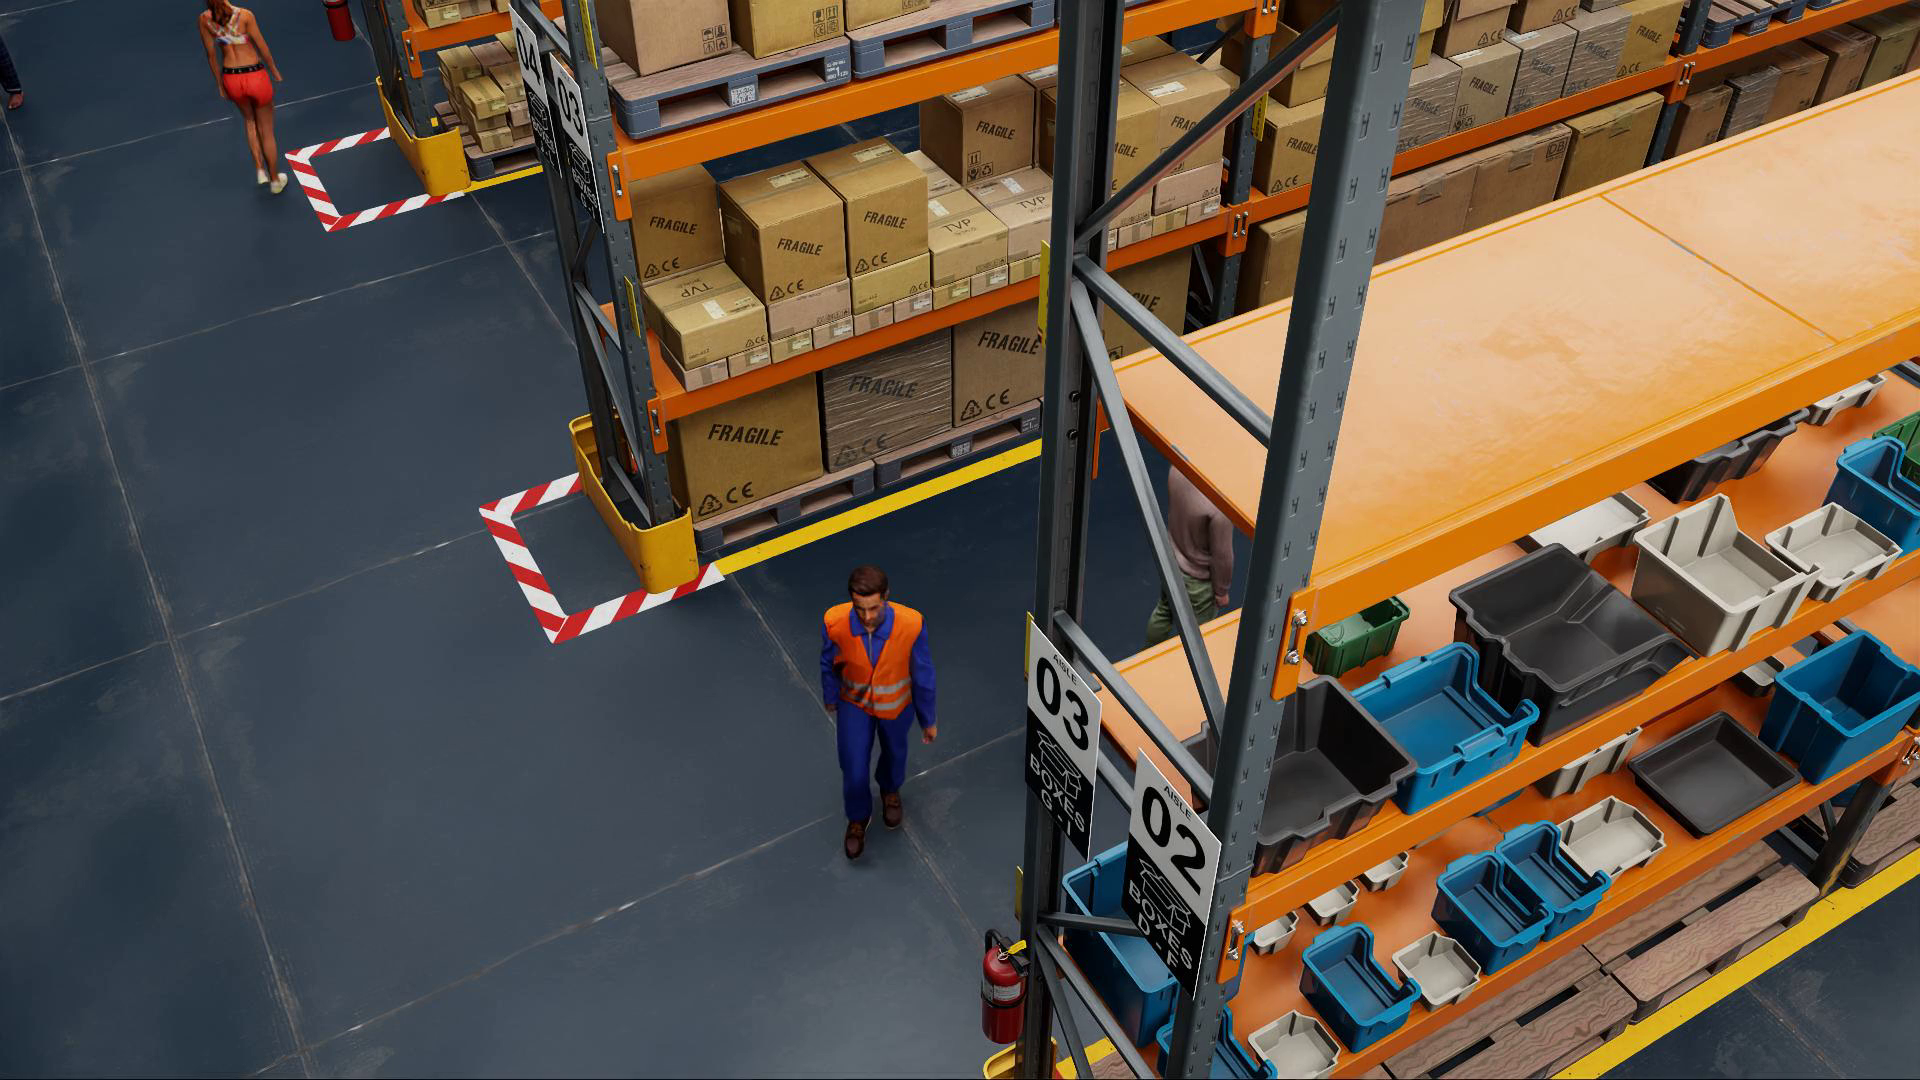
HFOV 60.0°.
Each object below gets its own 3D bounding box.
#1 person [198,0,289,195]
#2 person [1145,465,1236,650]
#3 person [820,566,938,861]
[{"bbox_3d":[-5.329,-3.366,12.411,0.667,1.781,0.749,-3,43,-4],"label":"person"},{"bbox_3d":[1.196,0.147,8.585,0.576,1.868,0.673,-18,46,-18],"label":"person"},{"bbox_3d":[-0.392,0.706,8.004,0.804,1.844,0.891,-4,43,-5],"label":"person"}]
